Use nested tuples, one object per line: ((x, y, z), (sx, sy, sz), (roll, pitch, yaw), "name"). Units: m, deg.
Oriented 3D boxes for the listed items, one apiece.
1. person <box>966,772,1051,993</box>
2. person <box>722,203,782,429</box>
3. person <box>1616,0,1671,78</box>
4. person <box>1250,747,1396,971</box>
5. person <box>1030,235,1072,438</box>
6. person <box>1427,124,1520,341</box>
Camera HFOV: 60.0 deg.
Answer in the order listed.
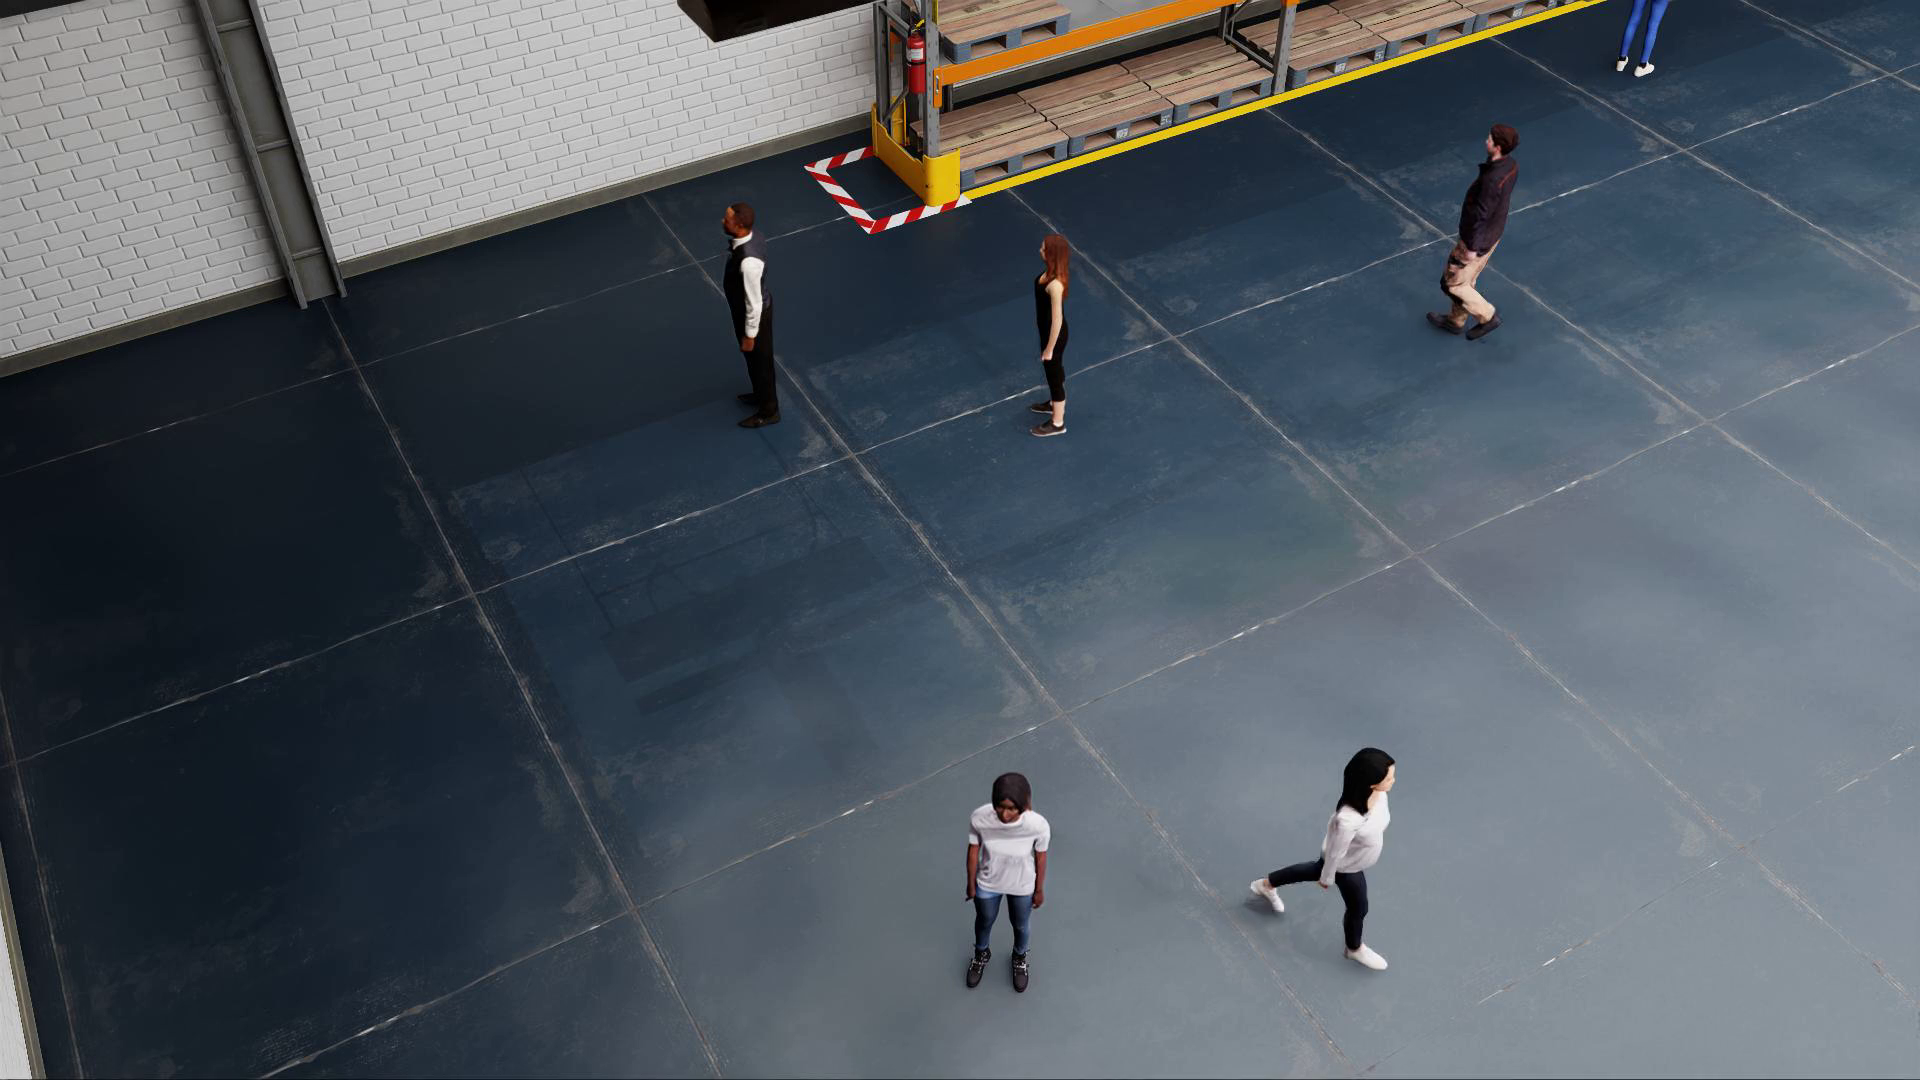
((0.244, 1.831, 8.901), (0.648, 1.719, 0.730), (6, 44, 6), "person")
((-1.548, -1.691, 12.452), (0.739, 1.919, 0.772), (-4, 44, -4), "person")
((6.911, -5.503, 16.563), (0.699, 1.769, 0.647), (33, 53, 30), "person")
((2.020, 1.680, 9.099), (1.053, 1.664, 1.125), (19, 47, 19), "person")
((0.699, -1.539, 12.433), (0.669, 1.726, 0.654), (1, 44, 1), "person")
((4.180, -2.374, 13.174), (0.975, 1.912, 0.949), (24, 48, 23), "person")
